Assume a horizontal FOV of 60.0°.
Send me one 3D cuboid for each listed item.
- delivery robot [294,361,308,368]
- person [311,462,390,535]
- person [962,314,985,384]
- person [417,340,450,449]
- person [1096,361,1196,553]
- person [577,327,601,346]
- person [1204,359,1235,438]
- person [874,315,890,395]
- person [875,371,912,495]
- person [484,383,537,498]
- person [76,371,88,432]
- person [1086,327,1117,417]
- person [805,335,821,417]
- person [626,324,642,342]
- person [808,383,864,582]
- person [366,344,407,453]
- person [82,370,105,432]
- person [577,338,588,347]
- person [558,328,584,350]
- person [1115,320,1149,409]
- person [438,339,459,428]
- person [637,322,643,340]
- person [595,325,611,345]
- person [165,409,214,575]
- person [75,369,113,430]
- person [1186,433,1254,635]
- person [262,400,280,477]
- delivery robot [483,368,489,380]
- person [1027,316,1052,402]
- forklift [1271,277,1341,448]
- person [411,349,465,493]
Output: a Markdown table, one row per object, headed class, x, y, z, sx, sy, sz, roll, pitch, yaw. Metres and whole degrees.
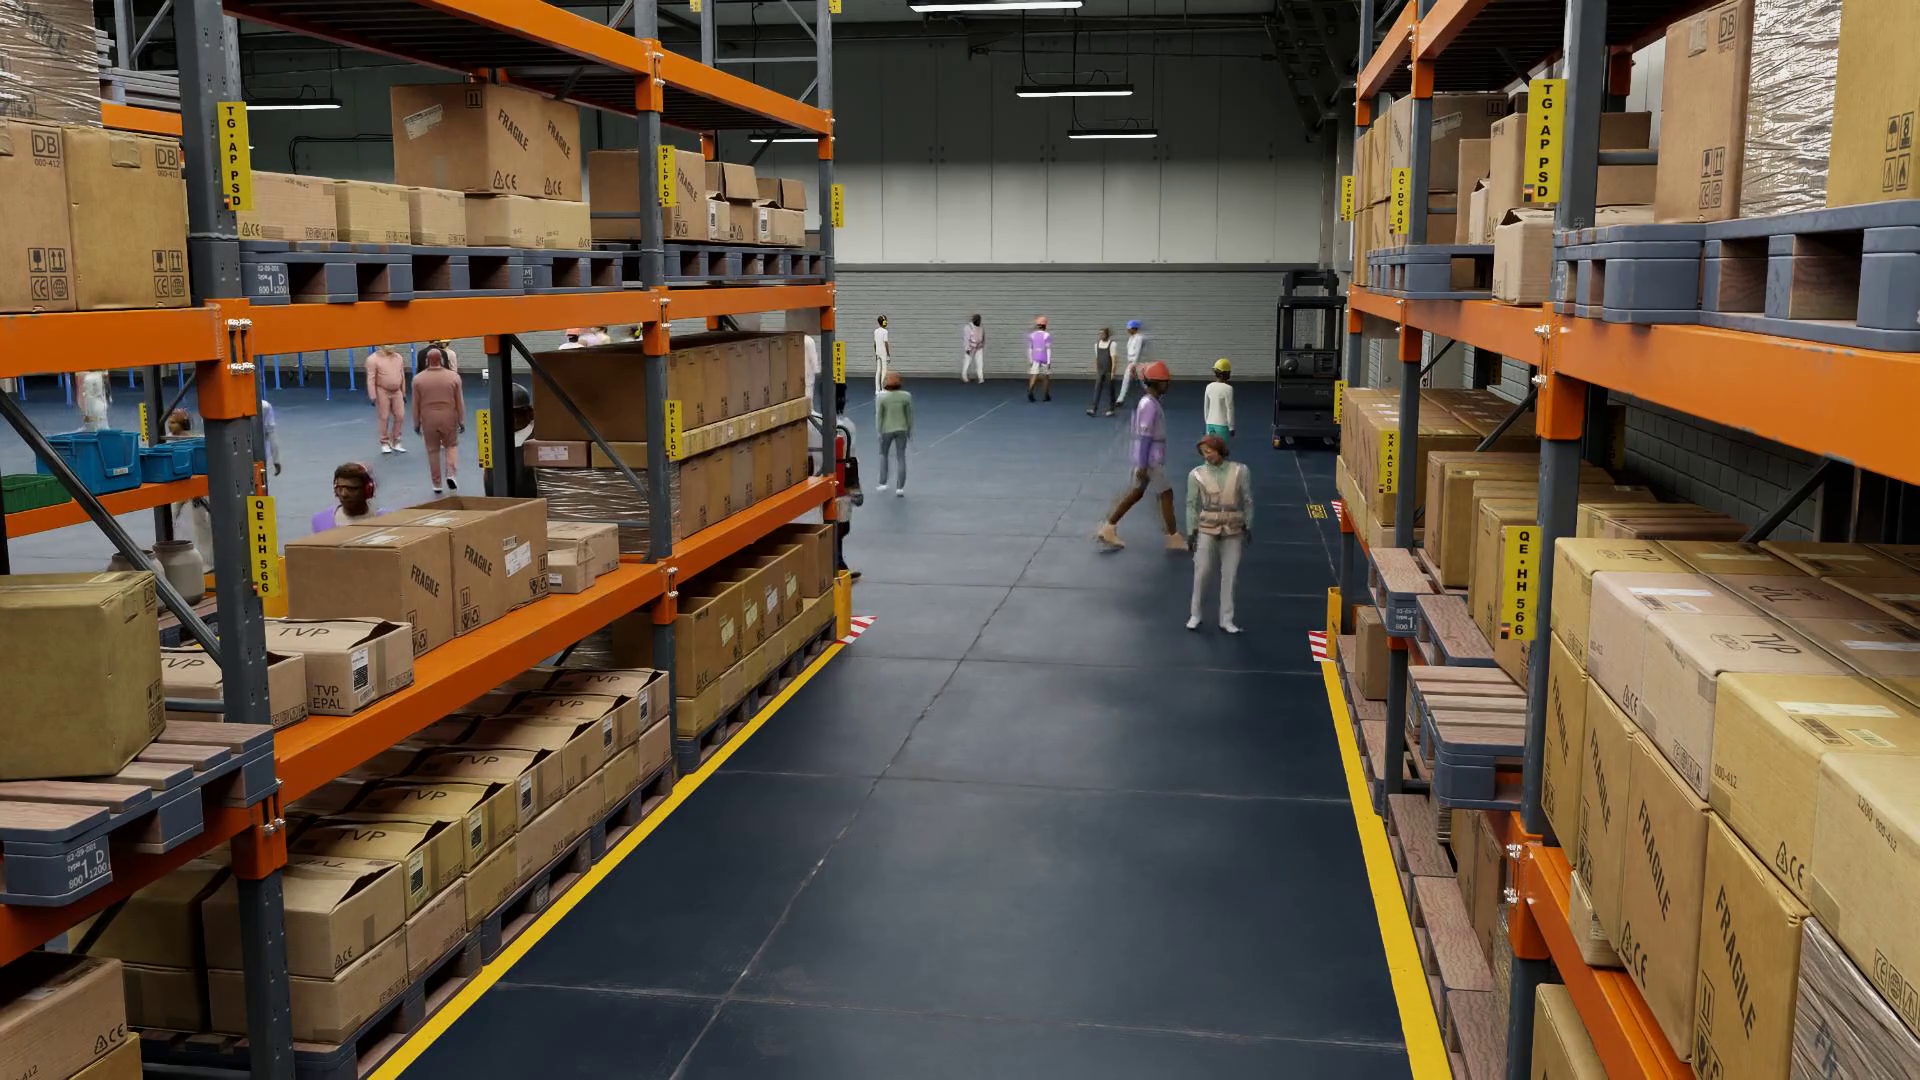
| class | x | y | z | sx | sy | sz | roll | pitch | yaw |
| --- | --- | --- | --- | --- | --- | --- | --- | --- | --- |
| delivery robot | -17.789 | -4.764 | 44.815 | 0.335 | 0.223 | 0.698 | -1 | 9 | -8 |
| person | -3.553 | 0.414 | 9.973 | 0.575 | 1.816 | 0.848 | 2 | 9 | 13 |
| person | 0.352 | -5.016 | 43.501 | 0.625 | 1.810 | 0.874 | -4 | 10 | -25 |
| person | -8.645 | -2.511 | 27.452 | 0.622 | 1.990 | 0.395 | 4 | 10 | 22 |
| person | 1.937 | -0.867 | 17.342 | 1.071 | 1.997 | 0.621 | 1 | 9 | 4 |
| person | -7.626 | -3.542 | 34.188 | 0.648 | 1.868 | 0.737 | 7 | 11 | 36 |
| person | 3.431 | -1.502 | 21.921 | 0.326 | 1.769 | 0.524 | -6 | 11 | -31 |
| person | -1.812 | -4.343 | 39.113 | 0.328 | 1.876 | 0.515 | -8 | 12 | -39 |
| person | -0.881 | -1.406 | 21.825 | 0.520 | 1.612 | 0.665 | -3 | 10 | -15 |
| person | -3.549 | -0.229 | 13.364 | 0.684 | 2.000 | 0.536 | 3 | 10 | 18 |
| person | -13.453 | -2.074 | 25.517 | 0.560 | 1.750 | 0.520 | -7 | 11 | -36 |
| person | 2.867 | -3.340 | 33.148 | 0.542 | 1.793 | 0.949 | 6 | 11 | 32 |
| person | -3.082 | -3.442 | 33.467 | 0.409 | 1.907 | 0.665 | -7 | 11 | -36 |
| person | -6.578 | -3.421 | 33.525 | 0.433 | 1.837 | 0.564 | -5 | 11 | -30 |
| person | -1.219 | -0.521 | 15.341 | 0.773 | 1.941 | 0.616 | -8 | 12 | -40 |
| person | -9.154 | -2.337 | 26.683 | 0.542 | 1.886 | 0.686 | 8 | 12 | 41 |
| person | -12.733 | -1.891 | 24.407 | 0.370 | 1.727 | 0.505 | -2 | 9 | -12 |
| person | -7.251 | -3.067 | 32.005 | 0.518 | 1.621 | 0.624 | 0 | 9 | 3 |
| person | -7.021 | -2.944 | 30.292 | 0.551 | 1.934 | 0.373 | 2 | 9 | 13 |
| person | 3.753 | -3.733 | 35.344 | 1.049 | 1.891 | 0.599 | -4 | 10 | -23 |
| person | -9.540 | -2.950 | 30.859 | 0.533 | 1.767 | 0.326 | 7 | 11 | 36 |
| person | -6.543 | -3.642 | 34.638 | 0.593 | 1.922 | 0.383 | -6 | 11 | -35 |
| person | -7.673 | -3.786 | 35.563 | 0.870 | 1.914 | 0.544 | -8 | 12 | -41 |
| person | -7.420 | -0.434 | 15.782 | 0.536 | 1.605 | 0.756 | 4 | 10 | 24 |
| person | -13.761 | -2.285 | 26.432 | 0.513 | 1.872 | 0.328 | -4 | 10 | -25 |
| person | 2.098 | -0.056 | 13.474 | 0.551 | 1.620 | 0.361 | 0 | 9 | 2 |
| person | -7.630 | -0.880 | 17.789 | 0.604 | 1.871 | 1.032 | -6 | 11 | -33 |
| delivery robot | -11.854 | -4.254 | 42.467 | 0.707 | 0.478 | 0.477 | 6 | 11 | 31 |
| person | 1.775 | -4.042 | 37.174 | 0.551 | 1.911 | 0.899 | 5 | 10 | 27 |
| forklift | 5.847 | -3.016 | 27.970 | 1.129 | 2.768 | 1.873 | 1 | 9 | 9 |
| person | -6.891 | -1.575 | 21.964 | 0.670 | 1.894 | 0.432 | -3 | 10 | -19 |
